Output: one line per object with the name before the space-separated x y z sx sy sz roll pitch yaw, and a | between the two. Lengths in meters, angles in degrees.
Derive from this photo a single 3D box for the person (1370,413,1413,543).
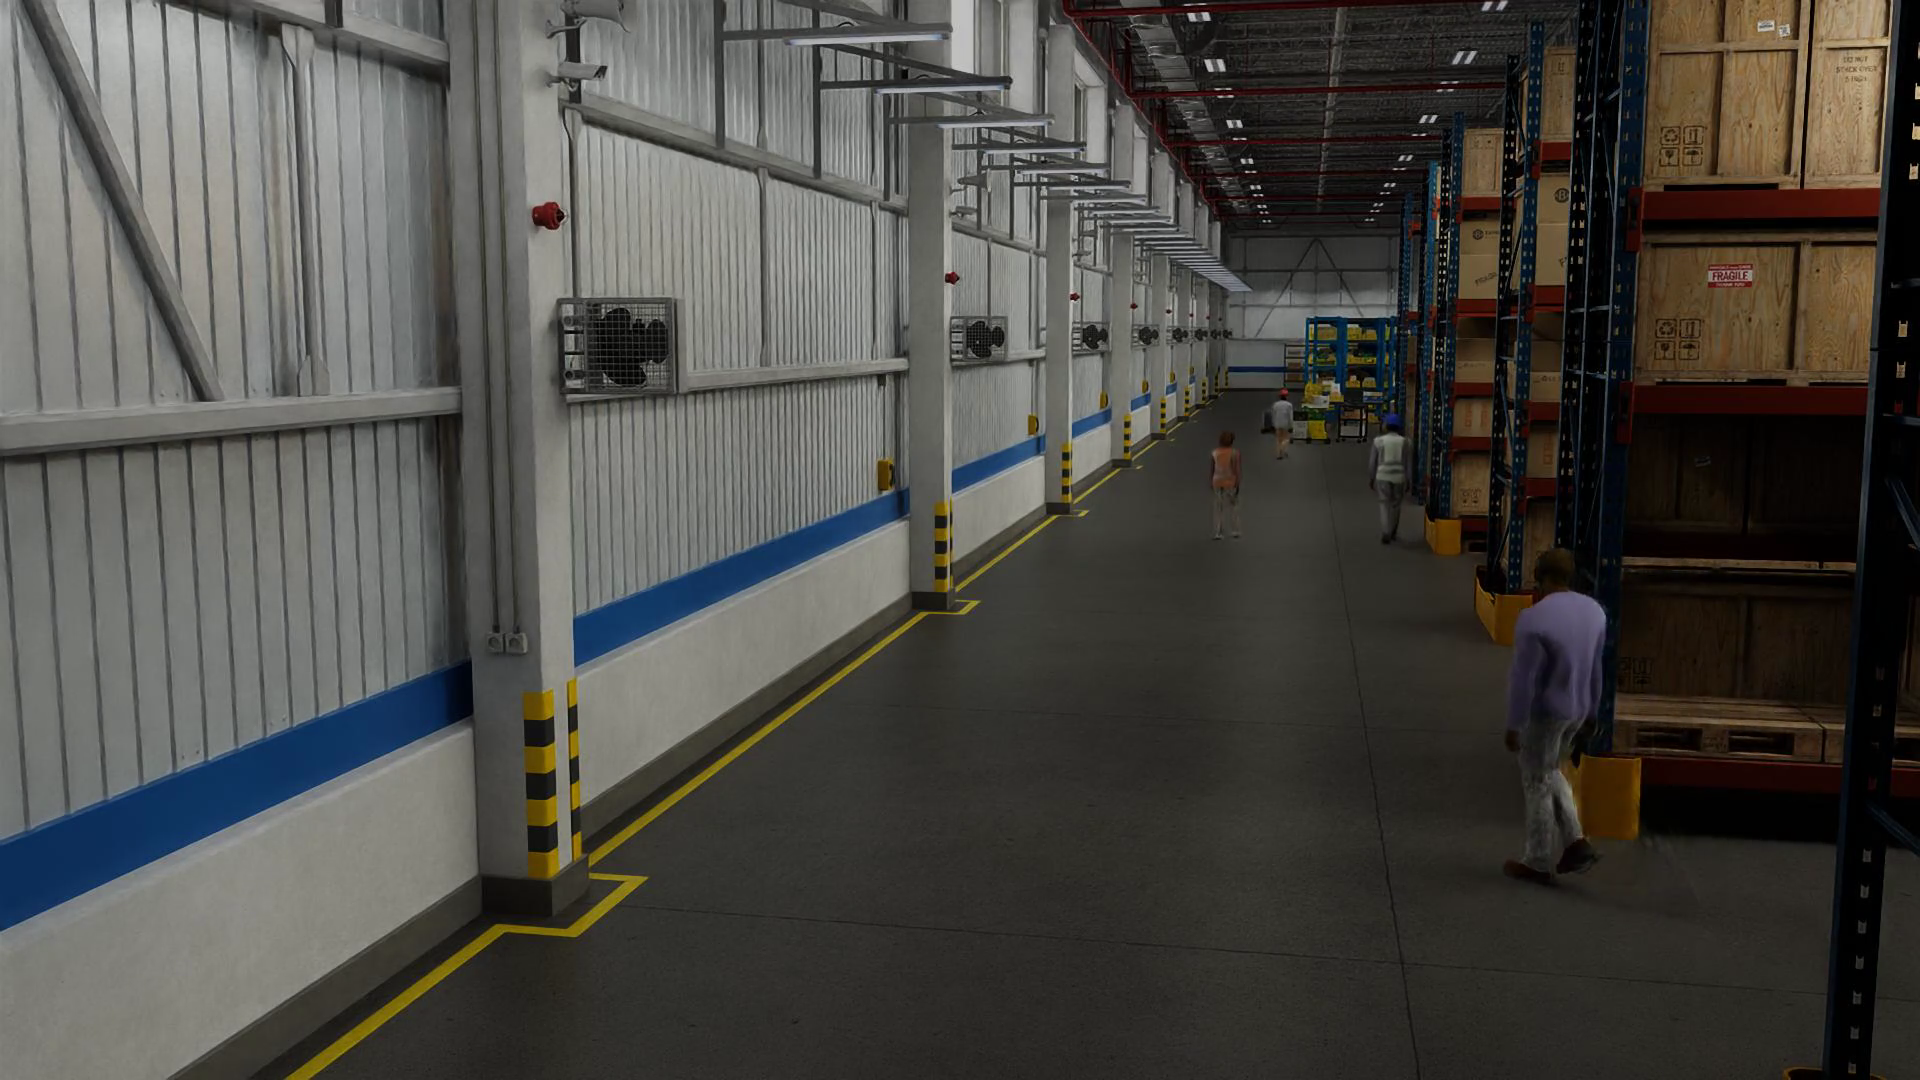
person | 6.364 -0.912 24.525 0.597 1.920 0.887 1 7 7

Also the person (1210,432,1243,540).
person | 4.013 -0.819 24.980 0.518 1.616 0.680 4 8 29

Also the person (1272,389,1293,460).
person | 7.852 -2.806 40.407 0.567 1.734 0.469 5 9 34

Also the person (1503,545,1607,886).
person | 3.294 0.989 9.316 0.667 1.914 0.455 -4 8 -28
